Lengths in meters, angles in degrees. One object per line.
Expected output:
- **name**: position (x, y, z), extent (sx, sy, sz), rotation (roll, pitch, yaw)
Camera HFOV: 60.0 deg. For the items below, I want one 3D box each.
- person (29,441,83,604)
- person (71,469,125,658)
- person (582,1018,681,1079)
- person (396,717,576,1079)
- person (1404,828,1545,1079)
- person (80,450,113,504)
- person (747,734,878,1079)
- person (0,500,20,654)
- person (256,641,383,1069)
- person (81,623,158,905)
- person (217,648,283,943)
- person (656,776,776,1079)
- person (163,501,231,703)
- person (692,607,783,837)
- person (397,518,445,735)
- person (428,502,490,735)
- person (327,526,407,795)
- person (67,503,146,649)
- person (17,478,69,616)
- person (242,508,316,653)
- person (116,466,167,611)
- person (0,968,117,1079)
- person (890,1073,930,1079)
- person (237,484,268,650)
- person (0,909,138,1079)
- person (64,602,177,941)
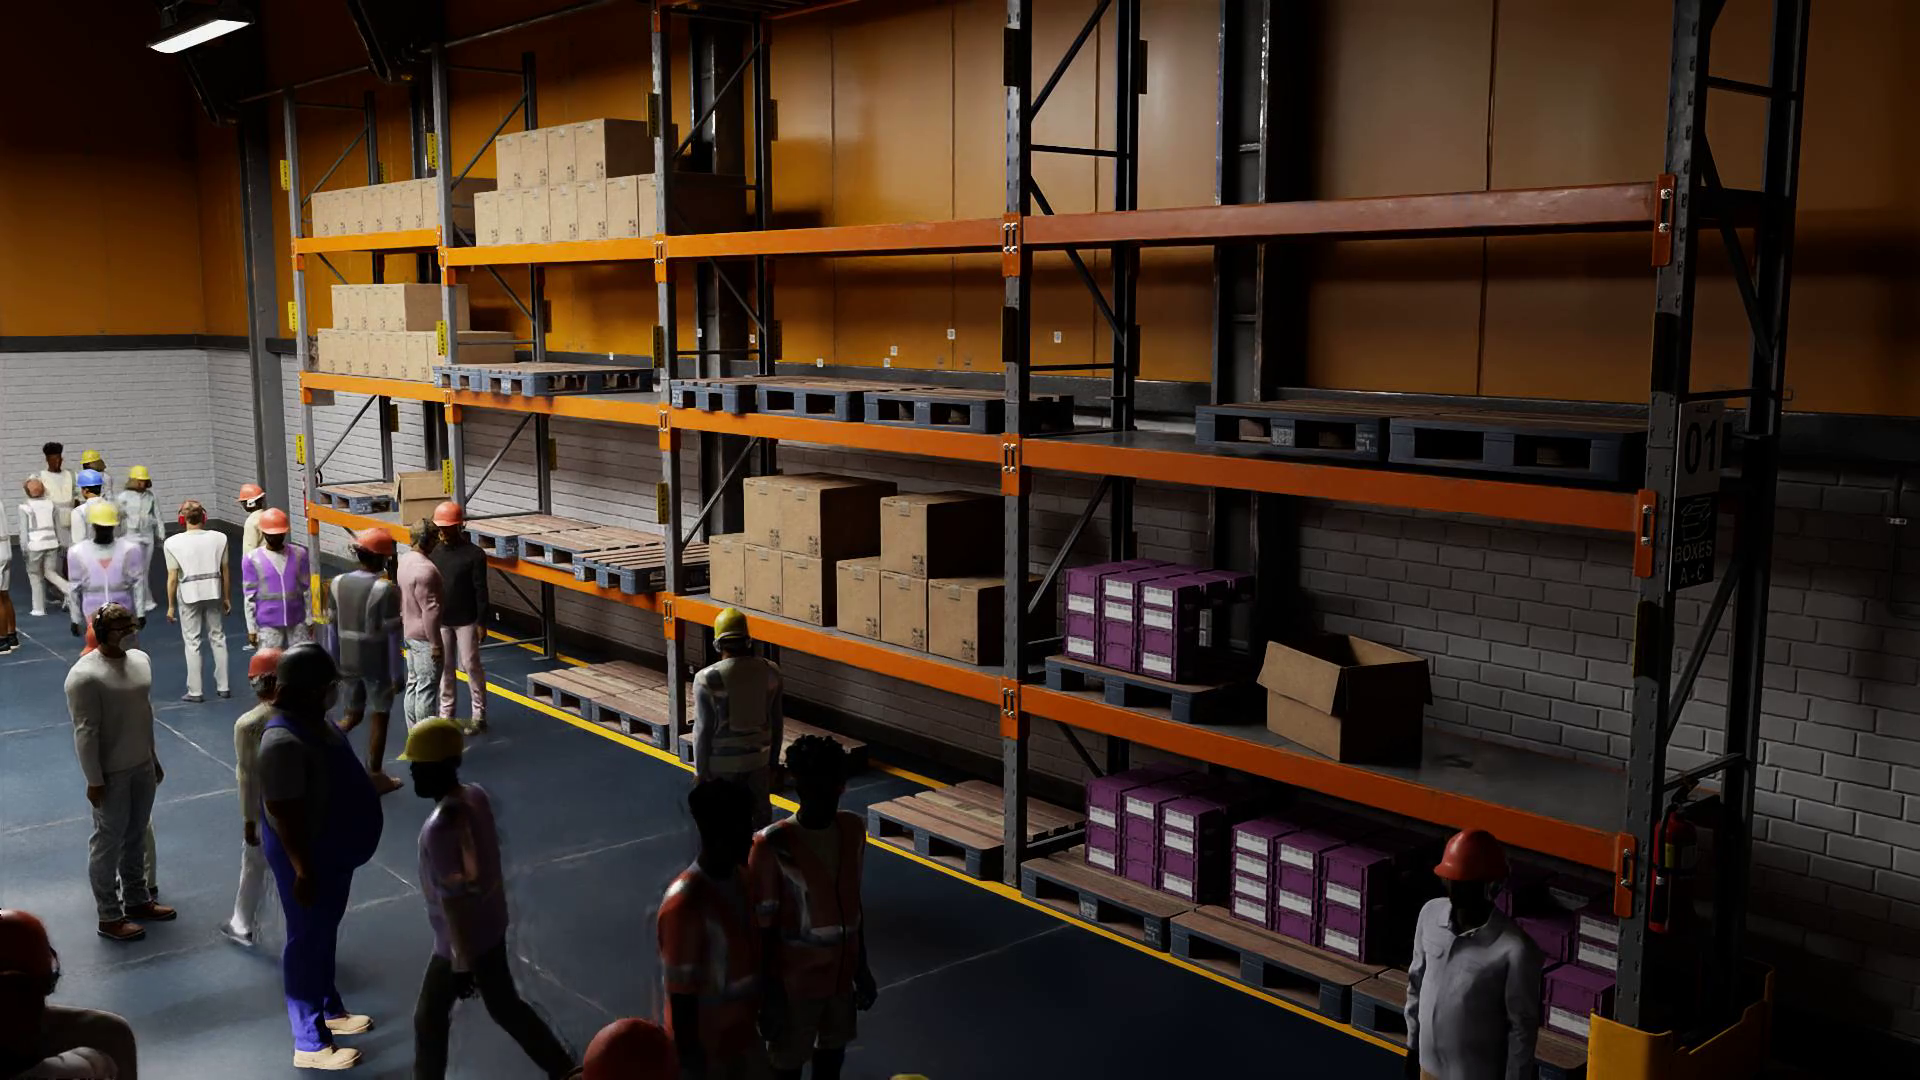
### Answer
- **person**: position (-10.934, -0.222, 20.160), extent (0.361, 1.963, 0.613), rotation (5, 10, 33)
- **person**: position (-8.813, 0.240, 17.030), extent (0.410, 1.939, 0.605), rotation (3, 9, 22)
- **person**: position (-0.783, 2.096, 4.244), extent (0.545, 1.911, 0.511), rotation (-2, 8, -14)
- **person**: position (-2.072, 1.684, 7.220), extent (0.952, 1.884, 0.598), rotation (1, 8, 4)
- **person**: position (1.844, 1.903, 6.097), extent (0.323, 1.755, 0.563), rotation (-5, 10, -32)
- **person**: position (-11.190, -0.310, 21.575), extent (0.494, 1.730, 0.325), rotation (3, 9, 21)
- **person**: position (-0.581, 1.725, 6.608), extent (0.368, 1.967, 0.600), rotation (7, 11, 42)
- **person**: position (-10.026, 0.211, 17.192), extent (0.379, 1.960, 0.607), rotation (-2, 8, -14)
- **person**: position (-3.058, 1.486, 8.014), extent (0.538, 2.000, 0.684), rotation (-1, 8, -10)
- **person**: position (-5.108, 1.331, 10.118), extent (0.335, 1.743, 0.561), rotation (-5, 10, -33)
- **person**: position (-3.871, 1.453, 9.352), extent (0.858, 1.707, 0.565), rotation (6, 10, 37)
- **person**: position (-0.998, 1.805, 6.207), extent (0.849, 1.937, 0.600), rotation (3, 9, 19)
- **person**: position (-6.906, 0.563, 15.117), extent (0.374, 1.840, 0.571), rotation (8, 11, 43)
- **person**: position (-1.342, 1.311, 9.966), extent (0.596, 1.827, 0.403), rotation (-6, 10, -34)
- **person**: position (-4.261, 0.787, 13.245), extent (0.373, 1.935, 0.628), rotation (-6, 10, -35)
- **person**: position (-4.247, 0.660, 13.970), extent (0.621, 1.987, 0.414), rotation (3, 9, 18)
- **person**: position (-4.366, 0.916, 12.083), extent (0.628, 2.015, 0.714), rotation (3, 9, 23)
- **person**: position (-7.506, 0.604, 14.634), extent (0.625, 1.906, 0.606), rotation (-5, 9, -29)
- **person**: position (-10.563, 0.089, 19.192), extent (0.527, 1.617, 0.528), rotation (4, 9, 26)
- **person**: position (-5.729, 0.681, 14.031), extent (0.552, 1.923, 0.390), rotation (-6, 10, -38)
- **person**: position (-9.565, -0.012, 19.555), extent (0.776, 1.708, 0.498), rotation (6, 10, 34)
- **person**: position (-2.519, 2.067, 4.551), extent (0.359, 1.881, 0.578), rotation (2, 8, 15)
- **person**: position (-0.117, 2.191, 4.297), extent (0.511, 1.710, 0.906), rotation (-8, 11, -44)
- **person**: position (-7.371, 0.280, 17.456), extent (0.355, 1.737, 0.576), rotation (0, 8, -2)
- **person**: position (-2.622, 1.991, 4.713), extent (0.620, 1.985, 0.408), rotation (-4, 9, -24)
- **person**: position (-4.830, 1.311, 9.586), extent (0.372, 1.940, 0.630), rotation (1, 8, 7)
